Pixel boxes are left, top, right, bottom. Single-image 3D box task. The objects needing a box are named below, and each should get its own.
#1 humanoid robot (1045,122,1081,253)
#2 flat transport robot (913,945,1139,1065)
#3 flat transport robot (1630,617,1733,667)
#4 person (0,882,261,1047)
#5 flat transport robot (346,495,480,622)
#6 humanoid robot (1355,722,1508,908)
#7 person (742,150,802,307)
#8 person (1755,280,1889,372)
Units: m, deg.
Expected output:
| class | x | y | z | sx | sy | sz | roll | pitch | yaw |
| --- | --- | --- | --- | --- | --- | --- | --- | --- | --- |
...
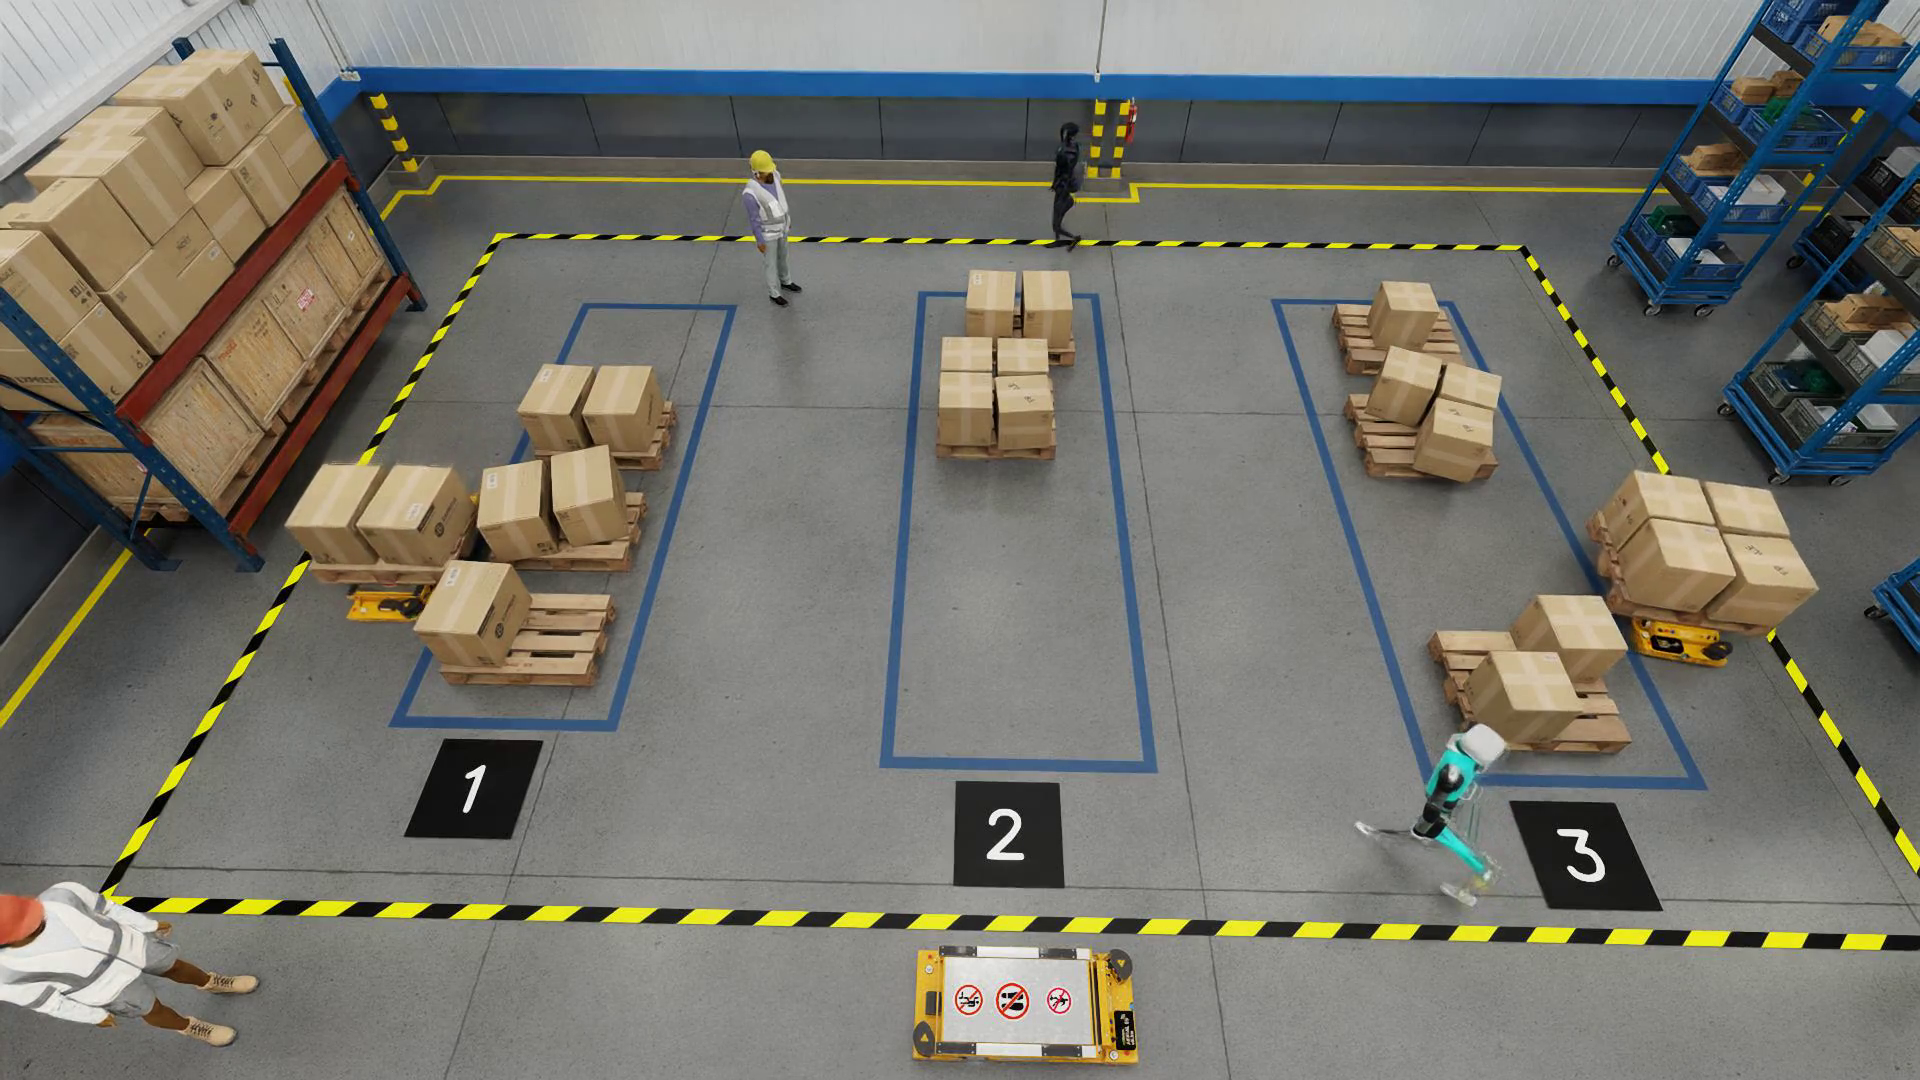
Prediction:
| class | x | y | z | sx | sy | sz | roll | pitch | yaw |
| --- | --- | --- | --- | --- | --- | --- | --- | --- | --- |
| humanoid robot | 1.289 | -4.237 | 11.030 | 0.434 | 1.639 | 0.598 | -7 | 51 | -6 |
| flat transport robot | 0.422 | 3.041 | 6.007 | 1.431 | 0.231 | 0.659 | 1 | 51 | 1 |
| flat transport robot | 6.243 | 0.423 | 8.123 | 0.652 | 0.197 | 1.431 | 9 | 51 | 7 |
| person | -4.882 | 2.481 | 5.321 | 0.378 | 2.041 | 0.609 | 1 | 51 | 1 |
| flat transport robot | -4.994 | 0.107 | 8.380 | 0.652 | 0.197 | 1.431 | 1 | 51 | 1 |
| humanoid robot | 3.358 | 1.901 | 6.039 | 1.057 | 1.783 | 0.535 | 34 | 58 | 25 |
| person | -2.105 | -3.518 | 10.344 | 0.404 | 1.830 | 0.602 | 21 | 54 | 16 |
| person | 9.087 | -2.285 | 9.347 | 0.572 | 1.814 | 0.789 | -12 | 52 | -10 |
